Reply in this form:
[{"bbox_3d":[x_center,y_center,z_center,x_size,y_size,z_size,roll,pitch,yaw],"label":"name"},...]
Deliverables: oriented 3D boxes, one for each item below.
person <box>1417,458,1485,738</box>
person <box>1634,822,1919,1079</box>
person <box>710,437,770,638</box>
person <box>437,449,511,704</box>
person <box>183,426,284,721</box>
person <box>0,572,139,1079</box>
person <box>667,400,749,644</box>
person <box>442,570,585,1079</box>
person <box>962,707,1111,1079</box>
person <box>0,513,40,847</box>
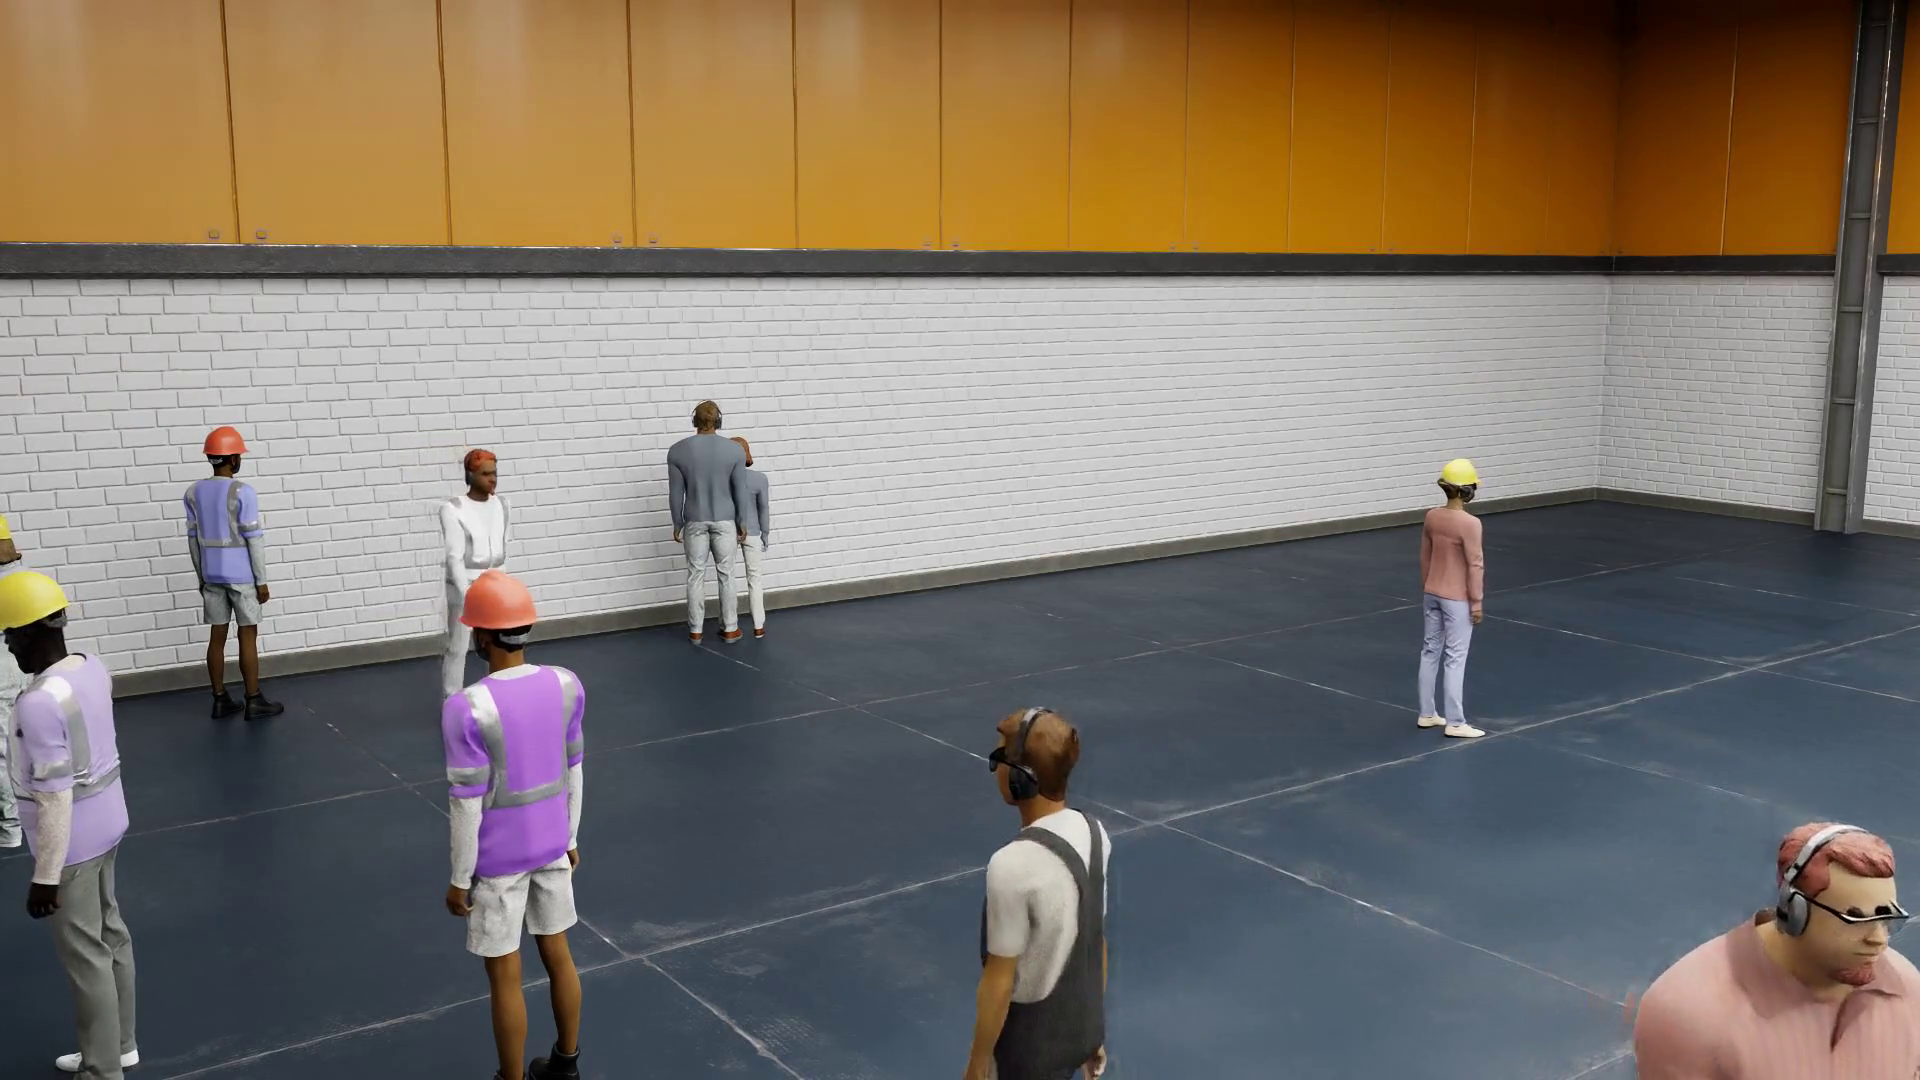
[{"bbox_3d":[3.130,0.365,10.568,0.323,1.771,0.525,-4,10,-22],"label":"person"},{"bbox_3d":[1.668,1.472,3.395,0.686,1.886,0.483,-1,9,-8],"label":"person"},{"bbox_3d":[-1.777,-0.017,13.380,0.497,1.625,0.287,-1,9,-7],"label":"person"},{"bbox_3d":[-2.958,0.355,10.441,1.002,1.824,0.577,7,11,36],"label":"person"},{"bbox_3d":[-4.779,0.223,10.927,0.542,1.939,0.359,2,10,14],"label":"person"},{"bbox_3d":[-3.156,1.056,5.858,0.390,1.916,0.585,-2,9,-10],"label":"person"},{"bbox_3d":[-1.981,-0.138,13.149,0.630,1.940,0.372,-1,9,-4],"label":"person"},{"bbox_3d":[-1.545,1.061,5.749,0.353,1.941,0.543,7,12,37],"label":"person"},{"bbox_3d":[0.281,1.342,4.405,0.859,1.820,0.517,5,10,28],"label":"person"},{"bbox_3d":[-4.923,0.704,8.553,0.301,1.745,0.483,4,10,25],"label":"person"}]
